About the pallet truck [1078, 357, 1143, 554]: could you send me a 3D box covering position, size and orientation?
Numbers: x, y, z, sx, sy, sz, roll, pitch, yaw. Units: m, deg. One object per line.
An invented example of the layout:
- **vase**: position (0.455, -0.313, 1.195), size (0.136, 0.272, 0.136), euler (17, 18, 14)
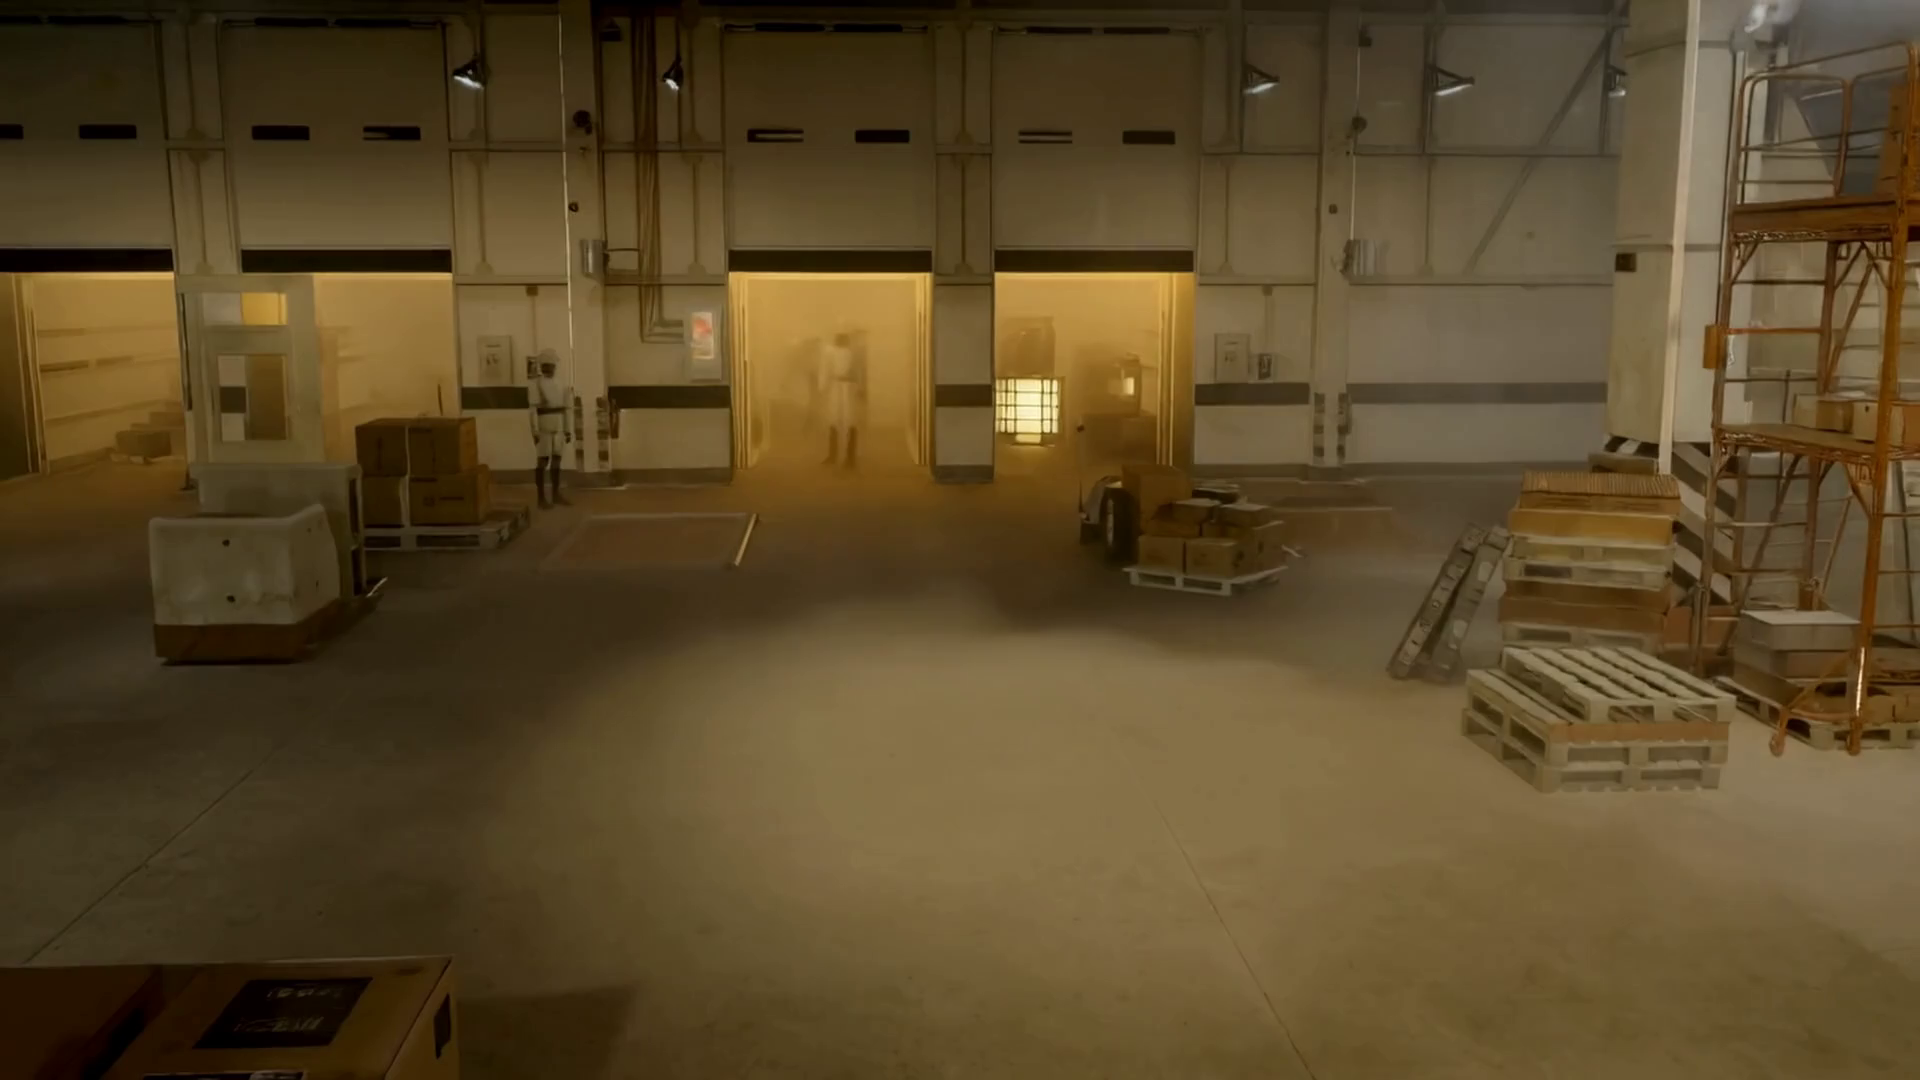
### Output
- **pallet truck**: position (2.088, -0.836, 16.757), size (1.885, 1.965, 0.823), euler (2, 9, 13)

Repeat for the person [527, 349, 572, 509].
- **person**: position (-4.957, -1.346, 20.149), size (0.361, 1.938, 0.546), euler (7, 11, 36)

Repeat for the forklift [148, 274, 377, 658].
- **forklift**: position (-5.348, -0.627, 12.681), size (1.129, 2.768, 1.873), euler (-1, 9, -4)
